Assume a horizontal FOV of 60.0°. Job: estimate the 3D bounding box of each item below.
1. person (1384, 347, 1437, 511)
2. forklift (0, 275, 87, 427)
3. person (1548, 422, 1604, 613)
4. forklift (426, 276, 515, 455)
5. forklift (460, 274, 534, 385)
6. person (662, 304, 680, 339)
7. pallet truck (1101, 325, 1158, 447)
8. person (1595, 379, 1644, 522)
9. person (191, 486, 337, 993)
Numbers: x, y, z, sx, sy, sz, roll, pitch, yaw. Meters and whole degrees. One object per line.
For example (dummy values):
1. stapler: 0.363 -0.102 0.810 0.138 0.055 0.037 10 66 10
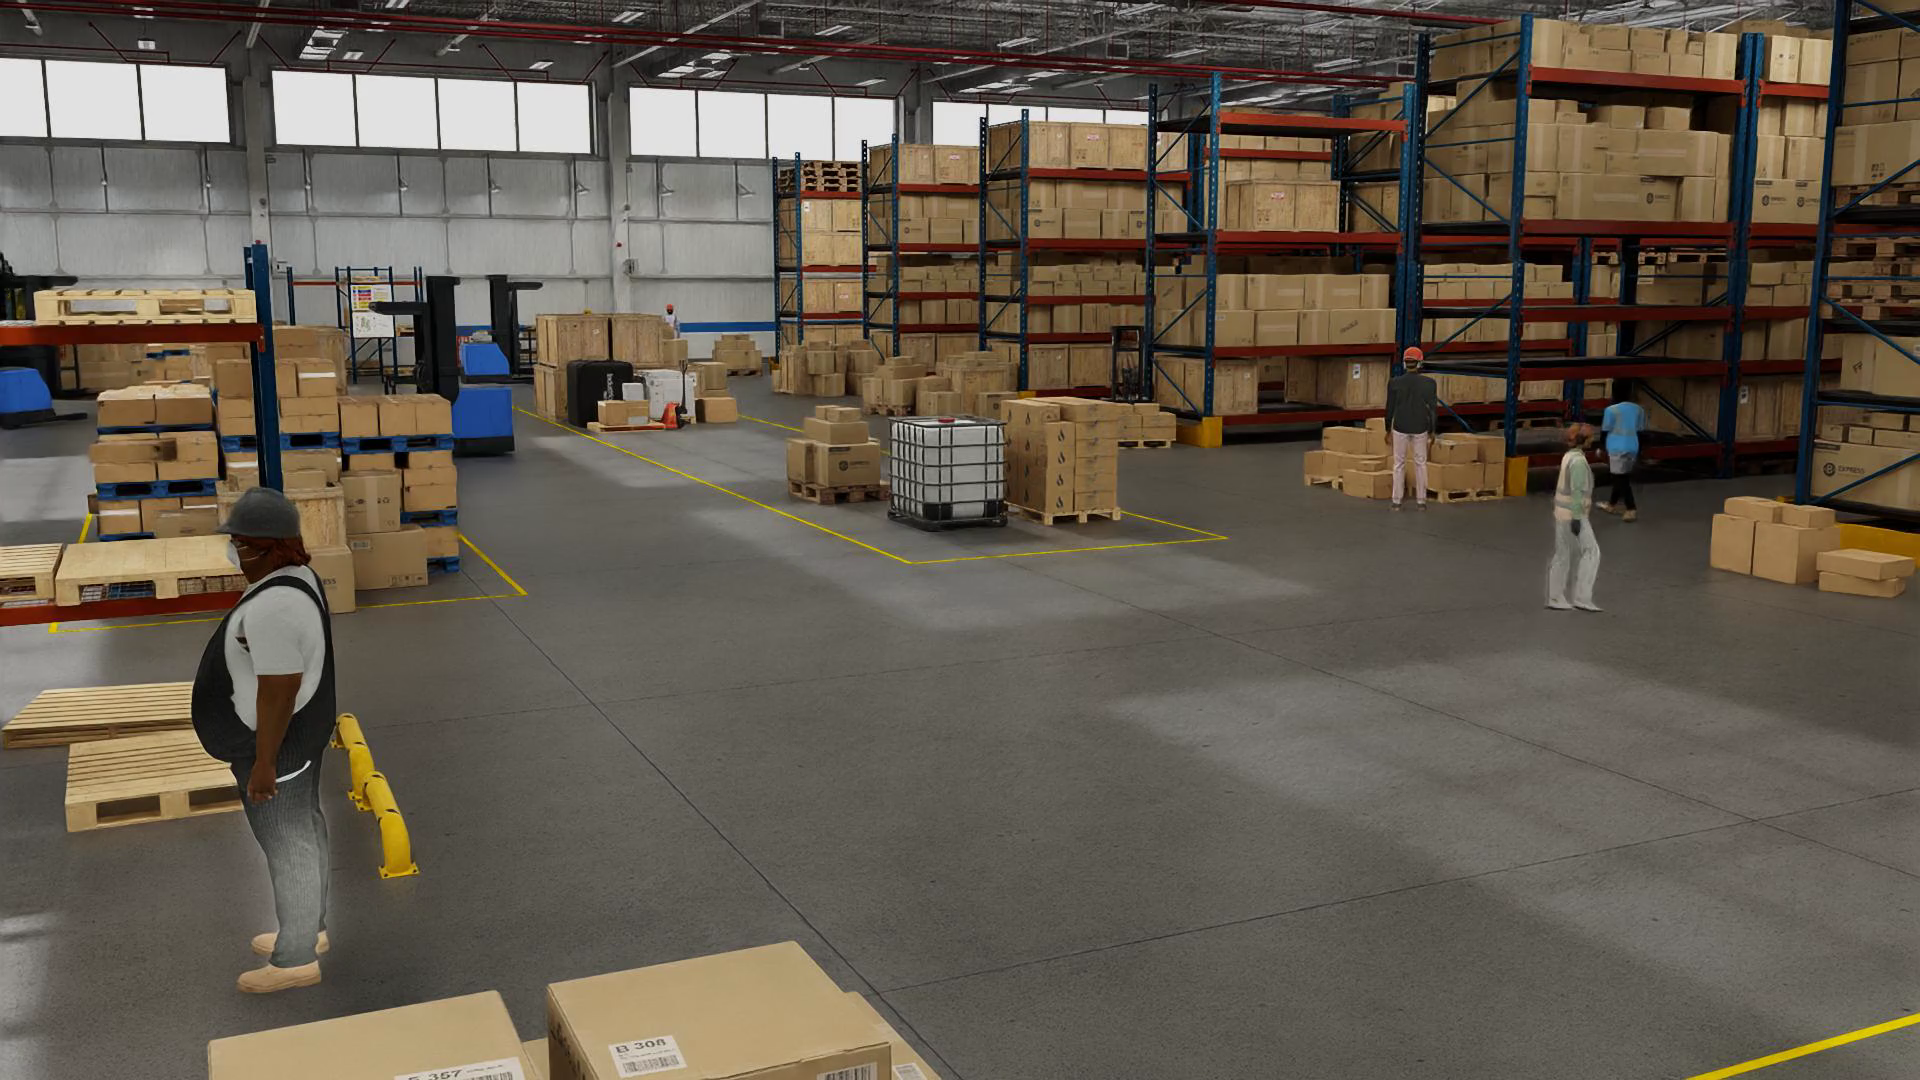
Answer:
1. person: 5.451 -1.337 20.138 0.623 1.986 0.397 1 9 8
2. forklift: -17.725 -3.586 31.333 1.129 2.768 1.873 2 9 14
3. person: 5.302 -0.188 14.114 0.561 1.620 0.540 1 9 8
4. forklift: -8.069 -2.737 26.069 1.873 2.768 1.129 -4 10 -25
5. forklift: -11.703 -5.343 42.233 1.873 2.768 1.129 -4 10 -25
6. person: -8.636 -6.077 49.708 0.551 1.934 0.373 -1 9 -6
7. pallet truck: 2.881 -2.596 27.923 0.823 1.965 1.885 -1 9 -7
8. person: 7.704 -1.048 19.398 0.525 1.649 0.867 -3 10 -21
9. person: -2.819 0.794 6.756 0.538 2.000 0.684 -2 9 -13
